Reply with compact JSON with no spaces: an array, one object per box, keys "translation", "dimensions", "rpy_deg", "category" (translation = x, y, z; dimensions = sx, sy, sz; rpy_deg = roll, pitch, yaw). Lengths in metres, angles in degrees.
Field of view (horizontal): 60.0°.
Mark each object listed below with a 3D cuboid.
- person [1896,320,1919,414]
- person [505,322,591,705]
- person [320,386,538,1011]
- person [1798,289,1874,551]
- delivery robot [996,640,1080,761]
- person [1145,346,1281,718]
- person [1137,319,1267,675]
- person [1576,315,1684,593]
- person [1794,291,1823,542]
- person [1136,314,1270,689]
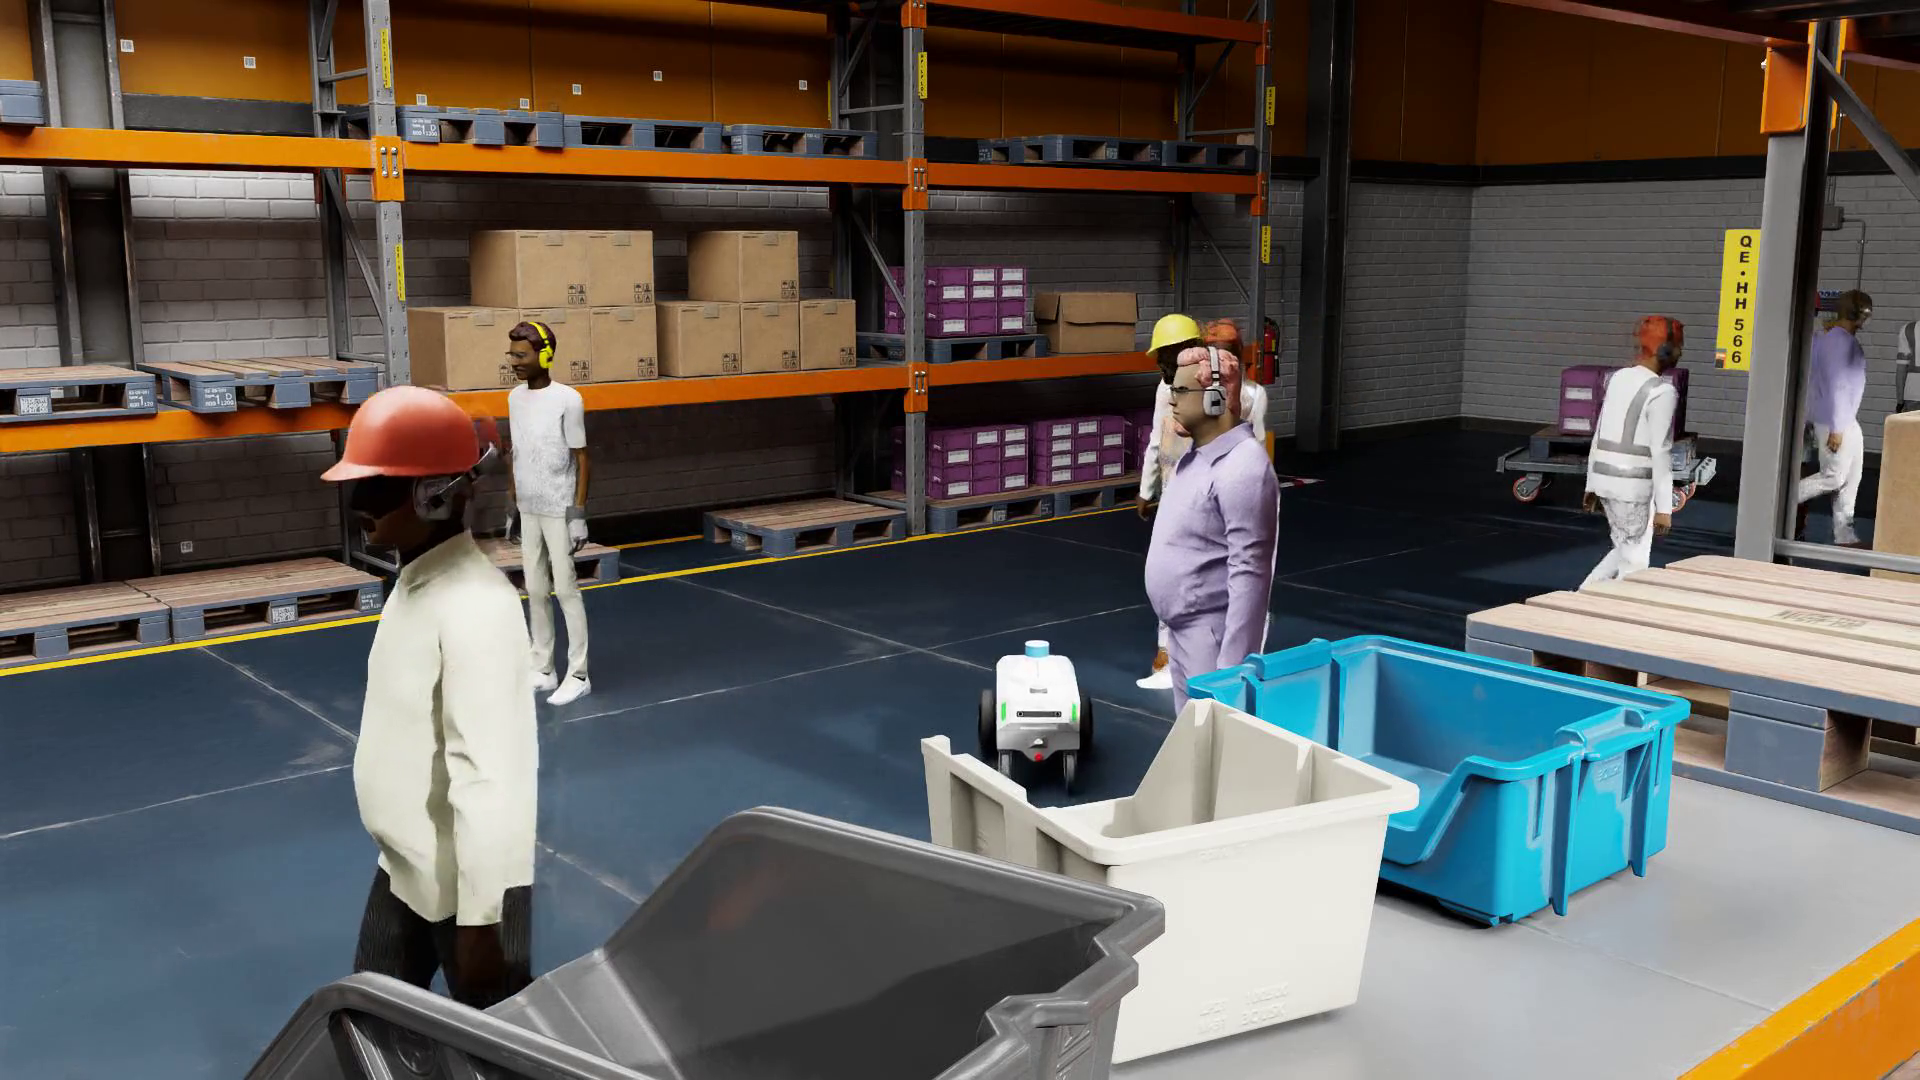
[{"translation":[8.131,-1.206,13.930],"dimensions":[0.545,1.939,0.354],"rpy_deg":[8,13,39],"category":"person"},{"translation":[-2.020,-0.128,8.104],"dimensions":[0.535,1.864,0.309],"rpy_deg":[7,12,33],"category":"person"},{"translation":[-0.991,0.651,3.473],"dimensions":[0.936,1.961,0.621],"rpy_deg":[-6,12,-32],"category":"person"},{"translation":[6.207,-0.834,11.908],"dimensions":[0.779,1.916,0.644],"rpy_deg":[6,12,32],"category":"person"},{"translation":[0.324,0.669,7.040],"dimensions":[0.477,0.478,0.707],"rpy_deg":[0,10,1],"category":"delivery robot"},{"translation":[0.802,0.322,5.460],"dimensions":[0.401,1.907,0.646],"rpy_deg":[-1,10,-7],"category":"person"},{"translation":[1.227,-0.205,8.558],"dimensions":[0.661,1.850,0.645],"rpy_deg":[2,10,12],"category":"person"},{"translation":[3.502,-0.248,8.759],"dimensions":[0.482,1.866,0.623],"rpy_deg":[-1,10,-8],"category":"person"},{"translation":[6.130,-0.908,12.258],"dimensions":[0.350,1.941,0.545],"rpy_deg":[1,10,8],"category":"person"},{"translation":[1.258,-0.203,8.469],"dimensions":[0.707,1.890,0.620],"rpy_deg":[-1,10,-5],"category":"person"}]
